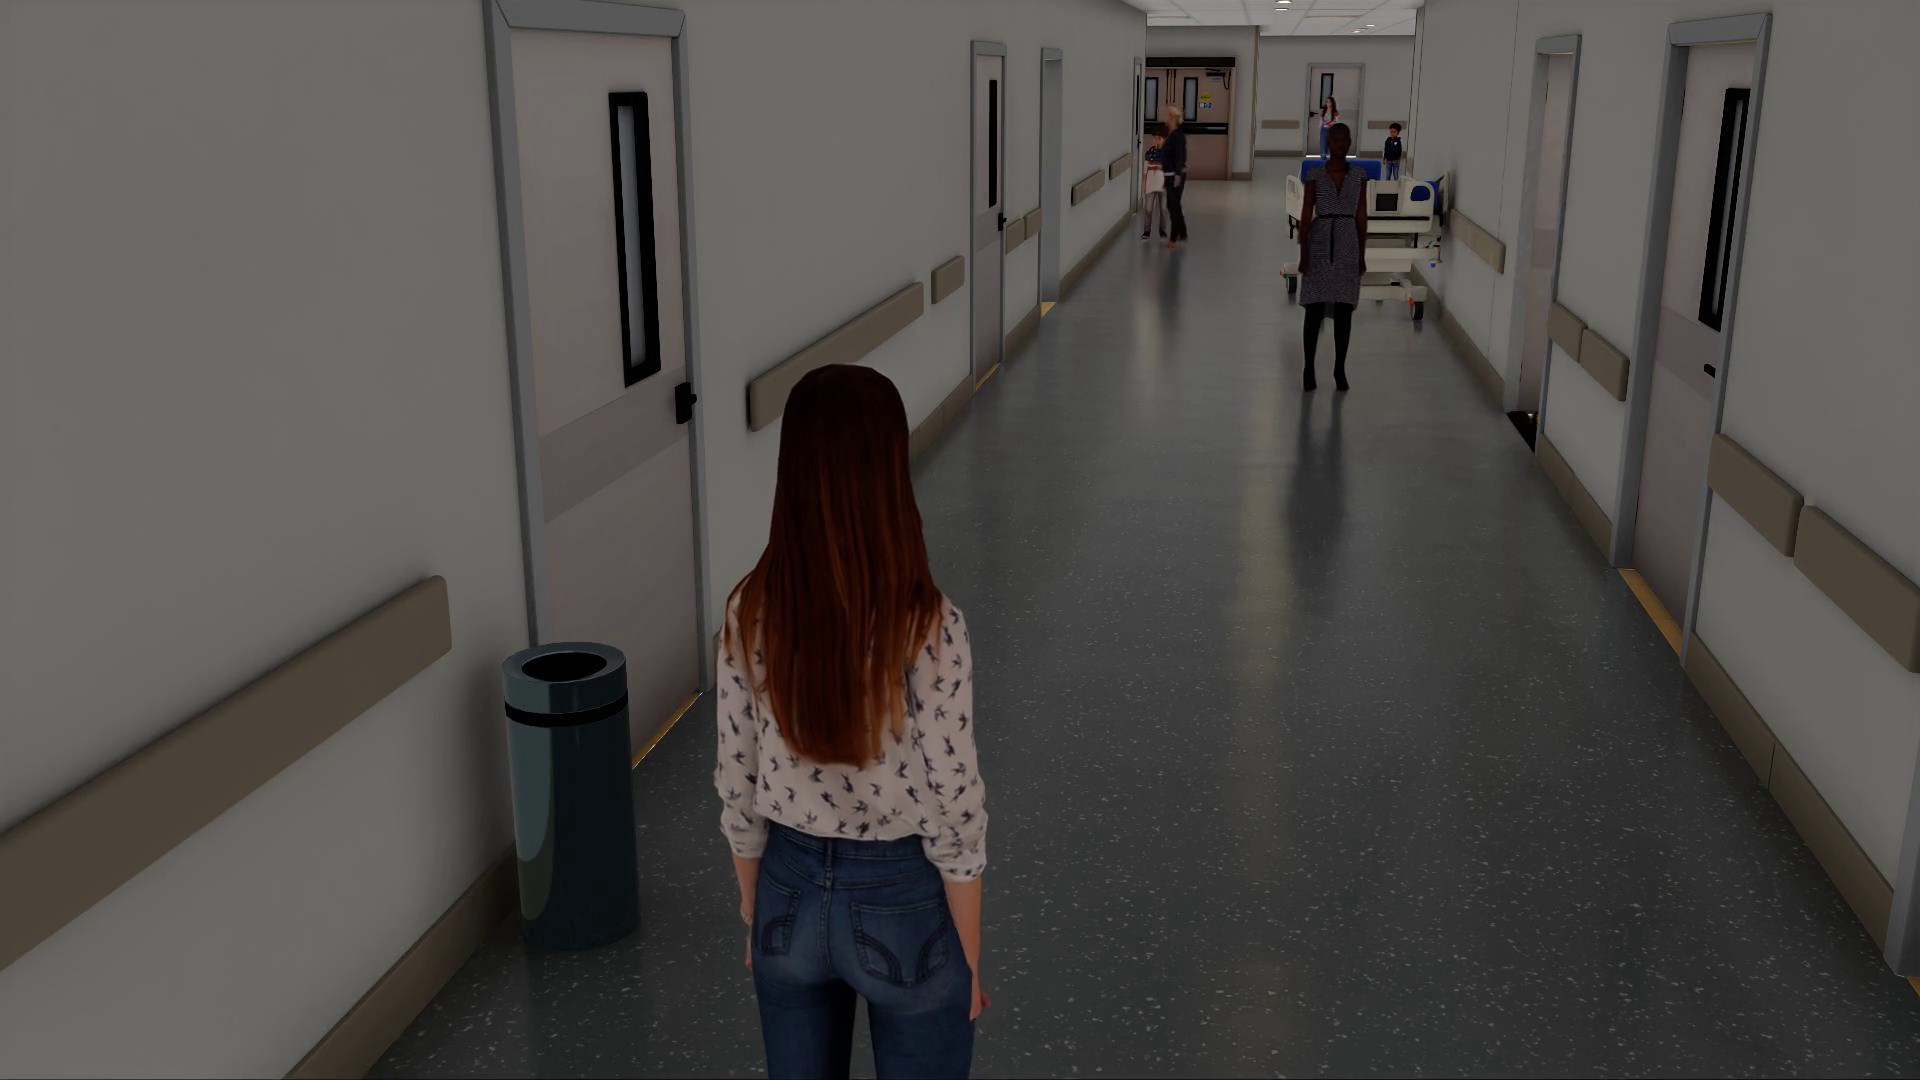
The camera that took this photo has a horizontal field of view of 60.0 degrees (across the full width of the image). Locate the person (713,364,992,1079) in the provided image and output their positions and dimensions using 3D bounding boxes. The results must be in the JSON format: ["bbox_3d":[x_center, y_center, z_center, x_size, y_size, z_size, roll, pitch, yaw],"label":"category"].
[{"bbox_3d":[-0.158,0.587,2.529,0.512,1.728,0.675,6,17,21],"label":"person"}]

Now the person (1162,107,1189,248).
[{"bbox_3d":[2.690,-4.517,20.692,0.746,1.696,0.825,-6,17,-19],"label":"person"}]

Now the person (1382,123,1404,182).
[{"bbox_3d":[7.828,-6.907,30.047,0.534,1.222,0.639,12,20,36],"label":"person"}]

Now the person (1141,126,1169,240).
[{"bbox_3d":[2.576,-4.659,21.668,0.408,1.441,0.580,2,16,8],"label":"person"}]

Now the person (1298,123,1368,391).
[{"bbox_3d":[2.522,-1.908,11.273,0.531,1.786,0.713,0,16,-2],"label":"person"}]

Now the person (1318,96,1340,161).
[{"bbox_3d":[7.762,-8.505,34.994,0.584,1.611,0.724,10,19,33],"label":"person"}]
